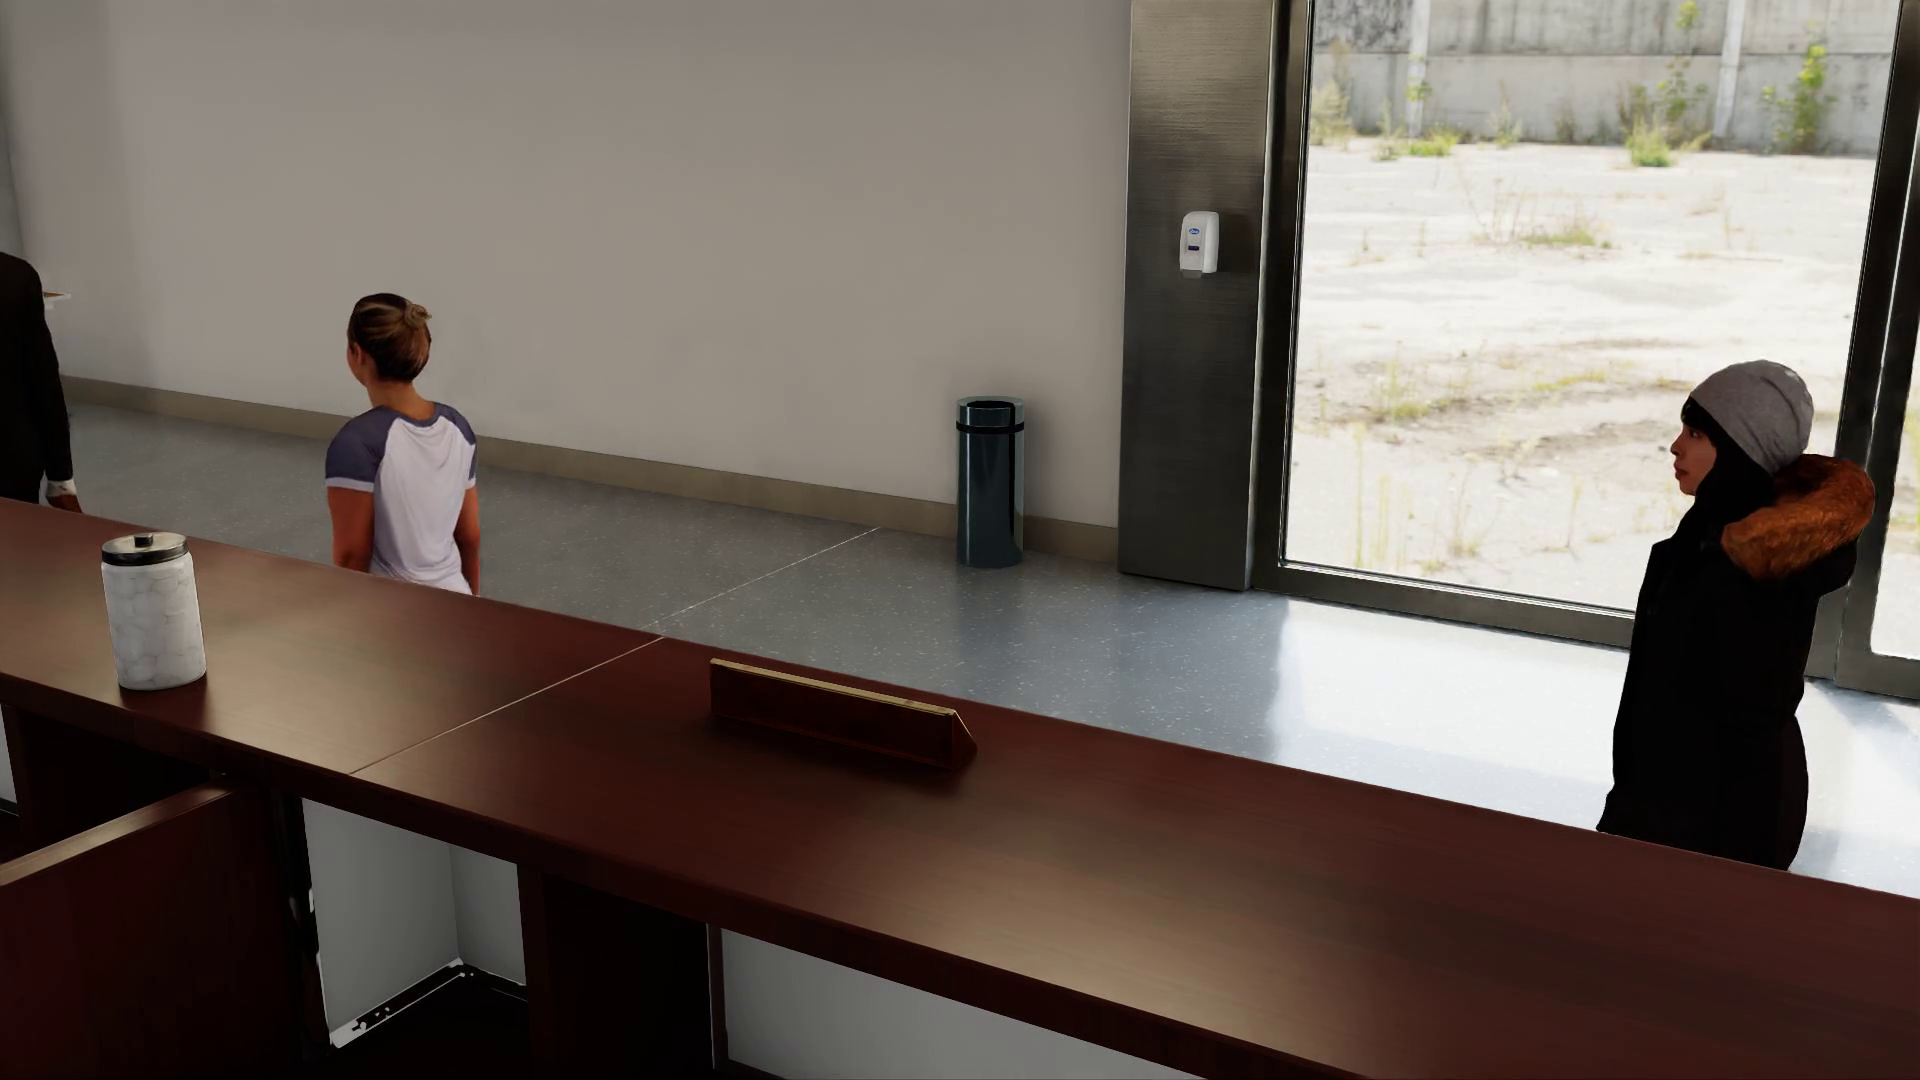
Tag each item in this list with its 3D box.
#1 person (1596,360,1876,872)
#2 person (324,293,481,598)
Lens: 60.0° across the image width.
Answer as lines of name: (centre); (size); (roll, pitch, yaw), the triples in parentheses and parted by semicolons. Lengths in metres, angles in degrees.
person: (1.424, 0.495, 2.999); (0.764, 1.624, 0.642); (5, 17, 17)
person: (-1.254, 0.248, 3.912); (0.623, 1.605, 0.733); (9, 18, 28)
